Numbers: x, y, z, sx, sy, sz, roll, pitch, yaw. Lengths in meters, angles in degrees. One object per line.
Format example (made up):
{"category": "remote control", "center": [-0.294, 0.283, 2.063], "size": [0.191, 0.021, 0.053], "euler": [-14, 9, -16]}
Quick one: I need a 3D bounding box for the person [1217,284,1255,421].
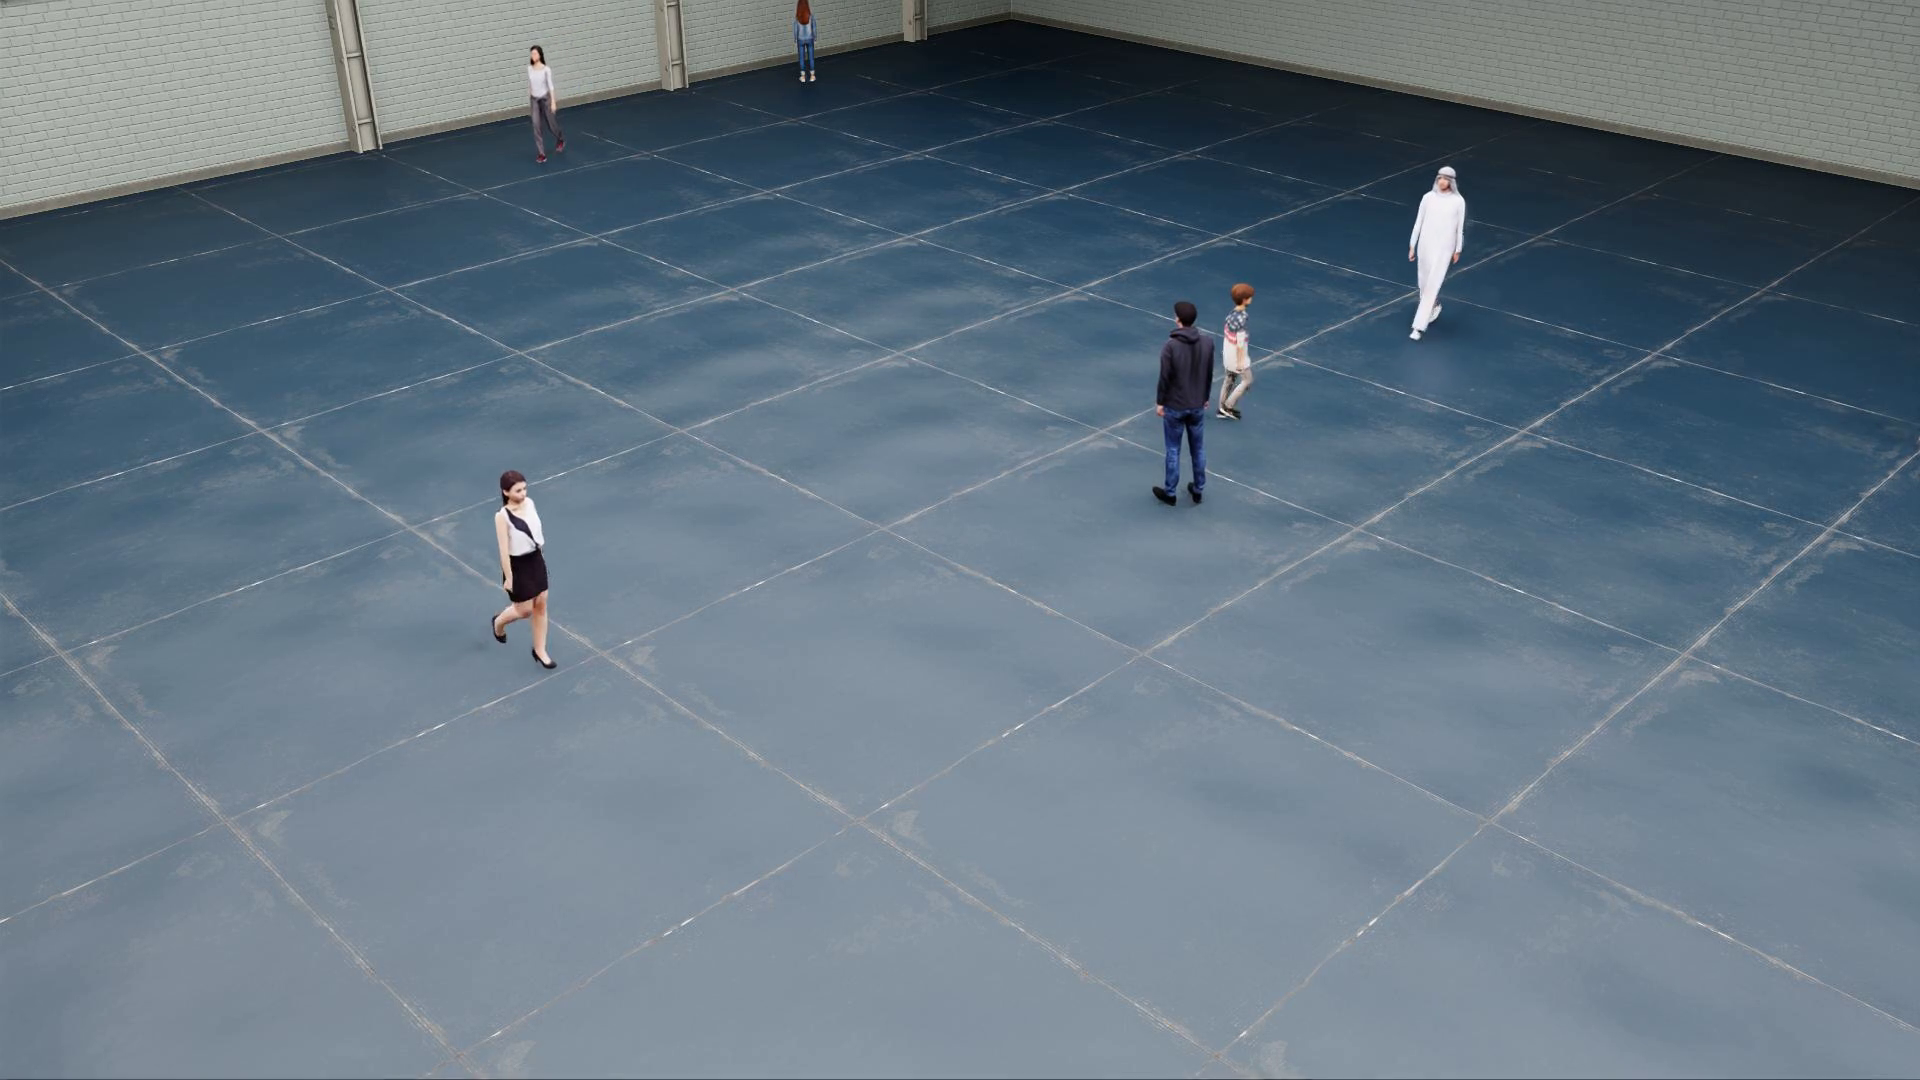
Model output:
{"category": "person", "center": [2.712, -1.871, 16.694], "size": [0.668, 1.429, 0.630], "euler": [-6, 29, -11]}

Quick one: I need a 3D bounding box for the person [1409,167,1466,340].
{"category": "person", "center": [5.428, -3.294, 18.888], "size": [0.903, 1.879, 1.336], "euler": [16, 32, 28]}

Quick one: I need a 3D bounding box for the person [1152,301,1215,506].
{"category": "person", "center": [2.037, -1.224, 14.997], "size": [0.715, 1.883, 0.839], "euler": [-9, 29, -16]}

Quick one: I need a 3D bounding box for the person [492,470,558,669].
{"category": "person", "center": [-3.347, 0.214, 12.559], "size": [0.759, 1.637, 0.820], "euler": [13, 31, 24]}

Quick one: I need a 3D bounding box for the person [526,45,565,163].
{"category": "person", "center": [-6.353, -6.692, 25.450], "size": [0.973, 1.707, 1.170], "euler": [6, 29, 12]}

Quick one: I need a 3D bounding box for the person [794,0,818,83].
{"category": "person", "center": [-2.804, -9.077, 30.175], "size": [0.615, 1.478, 0.701], "euler": [-4, 28, -7]}
